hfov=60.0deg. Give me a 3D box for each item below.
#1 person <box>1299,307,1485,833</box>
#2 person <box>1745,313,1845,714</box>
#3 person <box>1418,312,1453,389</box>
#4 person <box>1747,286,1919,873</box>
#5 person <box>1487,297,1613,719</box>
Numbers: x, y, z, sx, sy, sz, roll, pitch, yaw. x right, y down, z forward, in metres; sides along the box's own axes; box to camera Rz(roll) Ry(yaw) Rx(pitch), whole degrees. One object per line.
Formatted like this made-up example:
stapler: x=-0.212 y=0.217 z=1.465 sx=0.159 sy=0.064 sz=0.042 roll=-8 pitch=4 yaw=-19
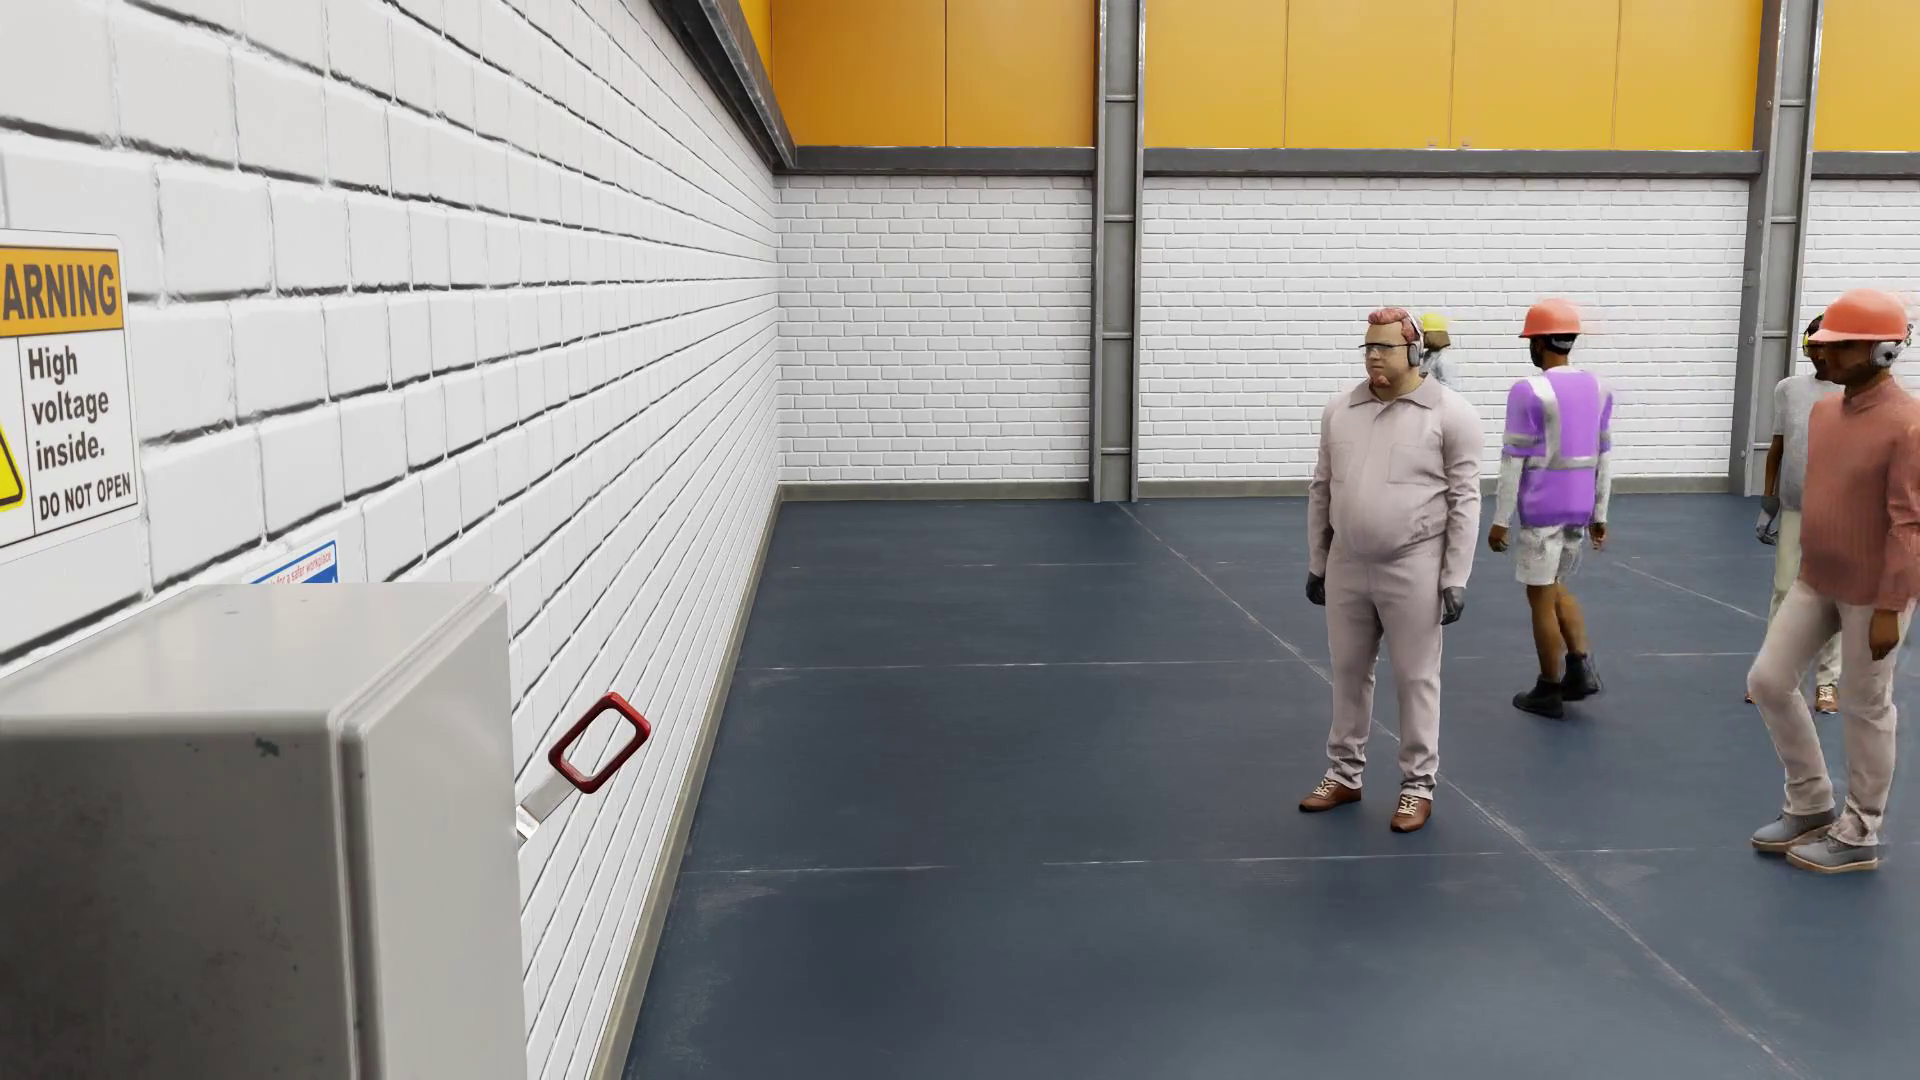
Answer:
person: x=1.557 y=0.105 z=6.117 sx=0.652 sy=1.906 sz=0.409 roll=8 pitch=12 yaw=40
person: x=3.982 y=-0.129 z=7.727 sx=0.516 sy=1.865 sz=0.329 roll=7 pitch=12 yaw=39
person: x=3.778 y=-0.943 z=13.251 sx=0.596 sy=1.729 sz=0.502 roll=-1 pitch=9 yaw=-6
person: x=2.924 y=0.154 z=5.564 sx=0.518 sy=1.979 sz=0.644 roll=-1 pitch=9 yaw=-8
person: x=2.688 y=-0.141 z=7.614 sx=0.553 sy=1.919 sz=0.426 roll=-5 pitch=10 yaw=-28
